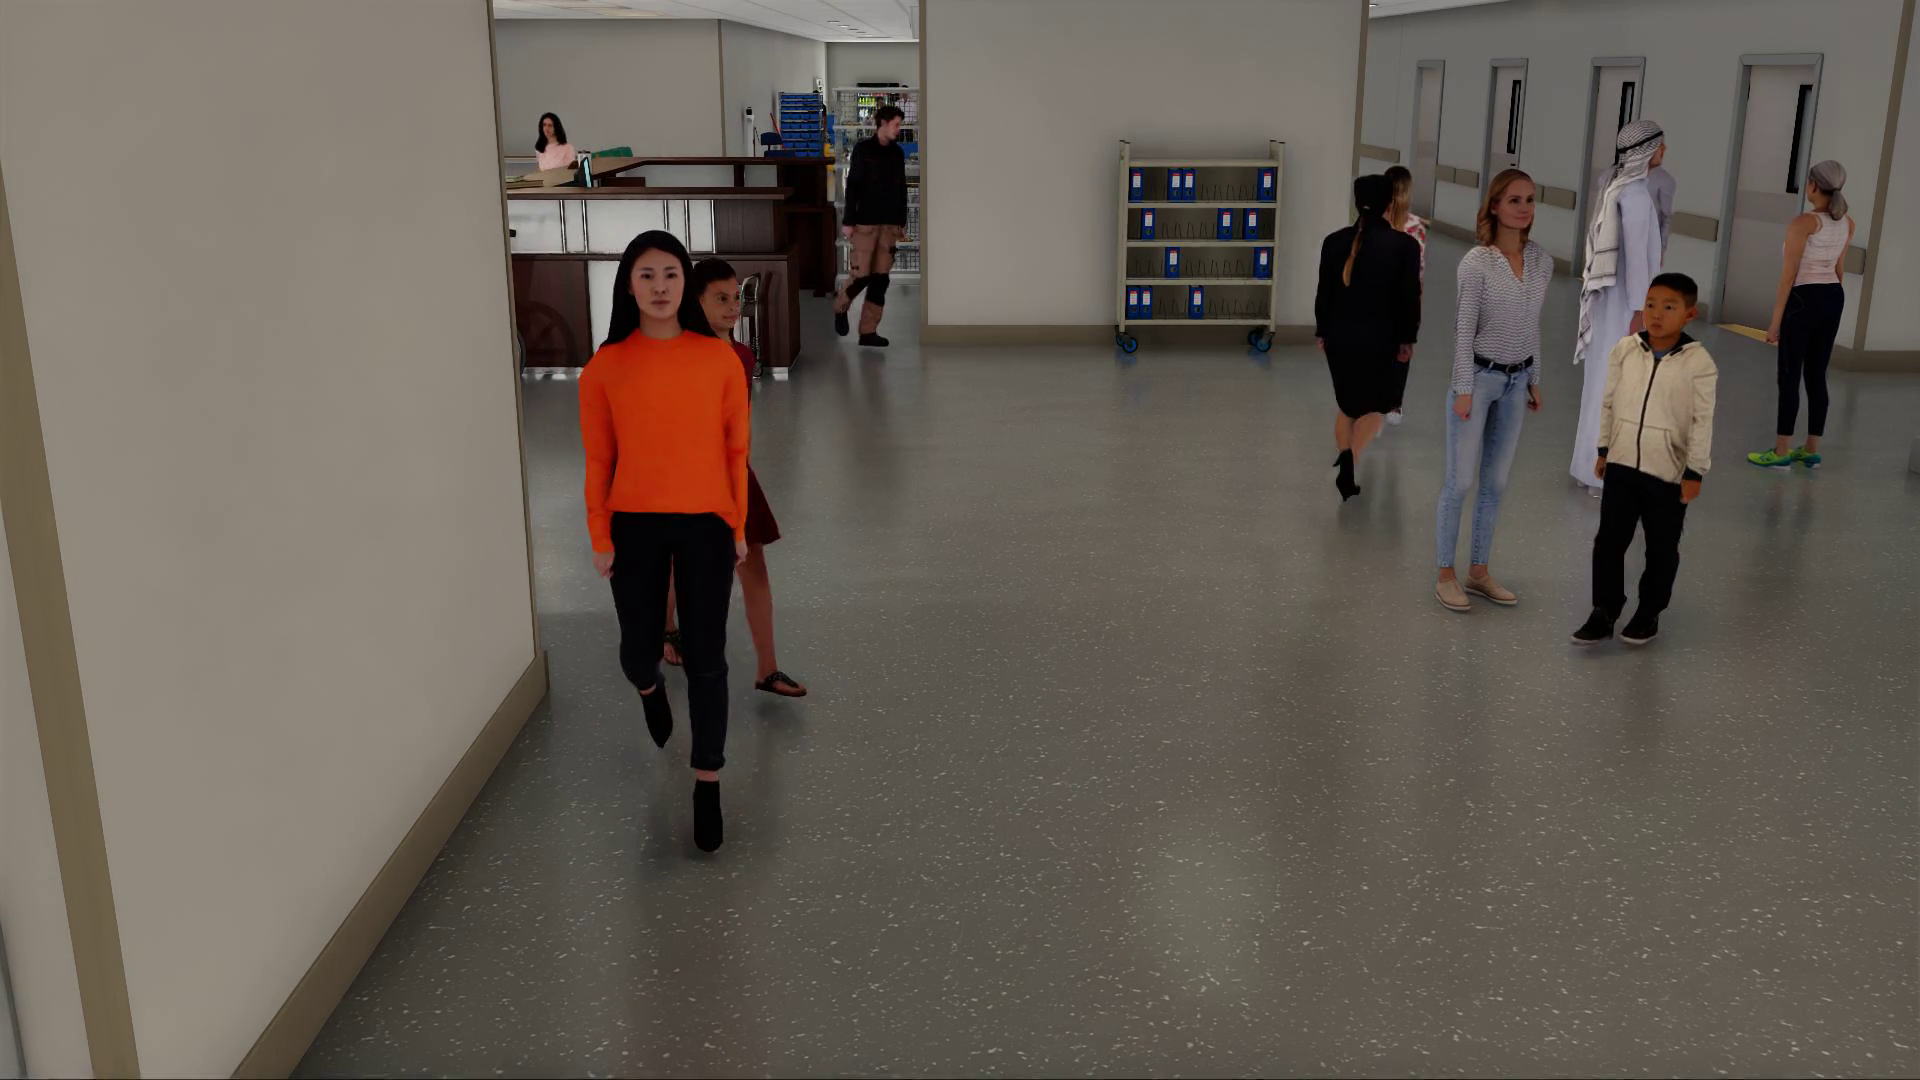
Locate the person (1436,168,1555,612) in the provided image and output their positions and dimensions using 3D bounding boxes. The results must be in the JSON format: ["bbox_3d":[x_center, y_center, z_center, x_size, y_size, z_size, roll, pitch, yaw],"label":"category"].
[{"bbox_3d":[2.179,-0.613,6.831,0.551,1.796,0.707,-5,17,-18],"label":"person"}]

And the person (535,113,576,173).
[{"bbox_3d":[-4.053,-3.456,17.052,1.210,1.722,0.958,5,16,17],"label":"person"}]

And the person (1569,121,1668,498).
[{"bbox_3d":[3.442,-1.194,8.649,0.658,1.927,0.696,2,16,6],"label":"person"}]

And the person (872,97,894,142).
[{"bbox_3d":[-1.680,-8.642,35.568,0.682,1.657,0.759,-5,17,-18],"label":"person"}]

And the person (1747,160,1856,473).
[{"bbox_3d":[4.730,-1.241,9.230,0.590,1.702,0.728,-6,17,-20],"label":"person"}]

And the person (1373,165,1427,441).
[{"bbox_3d":[2.556,-1.396,9.951,0.840,1.609,0.722,2,16,7],"label":"person"}]

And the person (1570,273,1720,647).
[{"bbox_3d":[2.675,-0.300,6.370,0.795,1.443,0.854,14,21,40],"label":"person"}]

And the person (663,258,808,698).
[{"bbox_3d":[-0.934,-0.215,5.928,1.047,1.518,1.015,-12,20,-36],"label":"person"}]

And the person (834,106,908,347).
[{"bbox_3d":[-0.719,-2.502,13.363,0.996,1.886,1.038,-9,18,-28],"label":"person"}]

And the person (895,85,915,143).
[{"bbox_3d":[-1.235,-9.286,37.462,0.513,1.868,0.662,0,16,1],"label":"person"}]

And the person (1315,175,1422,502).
[{"bbox_3d":[1.992,-0.966,8.338,0.947,1.658,0.982,9,18,29],"label":"person"}]

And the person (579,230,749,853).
[{"bbox_3d":[-0.857,-0.018,4.860,1.075,1.720,0.829,-3,16,-11],"label":"person"}]

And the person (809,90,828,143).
[{"bbox_3d":[-3.166,-9.087,36.959,0.679,1.758,0.779,9,18,30],"label":"person"}]
